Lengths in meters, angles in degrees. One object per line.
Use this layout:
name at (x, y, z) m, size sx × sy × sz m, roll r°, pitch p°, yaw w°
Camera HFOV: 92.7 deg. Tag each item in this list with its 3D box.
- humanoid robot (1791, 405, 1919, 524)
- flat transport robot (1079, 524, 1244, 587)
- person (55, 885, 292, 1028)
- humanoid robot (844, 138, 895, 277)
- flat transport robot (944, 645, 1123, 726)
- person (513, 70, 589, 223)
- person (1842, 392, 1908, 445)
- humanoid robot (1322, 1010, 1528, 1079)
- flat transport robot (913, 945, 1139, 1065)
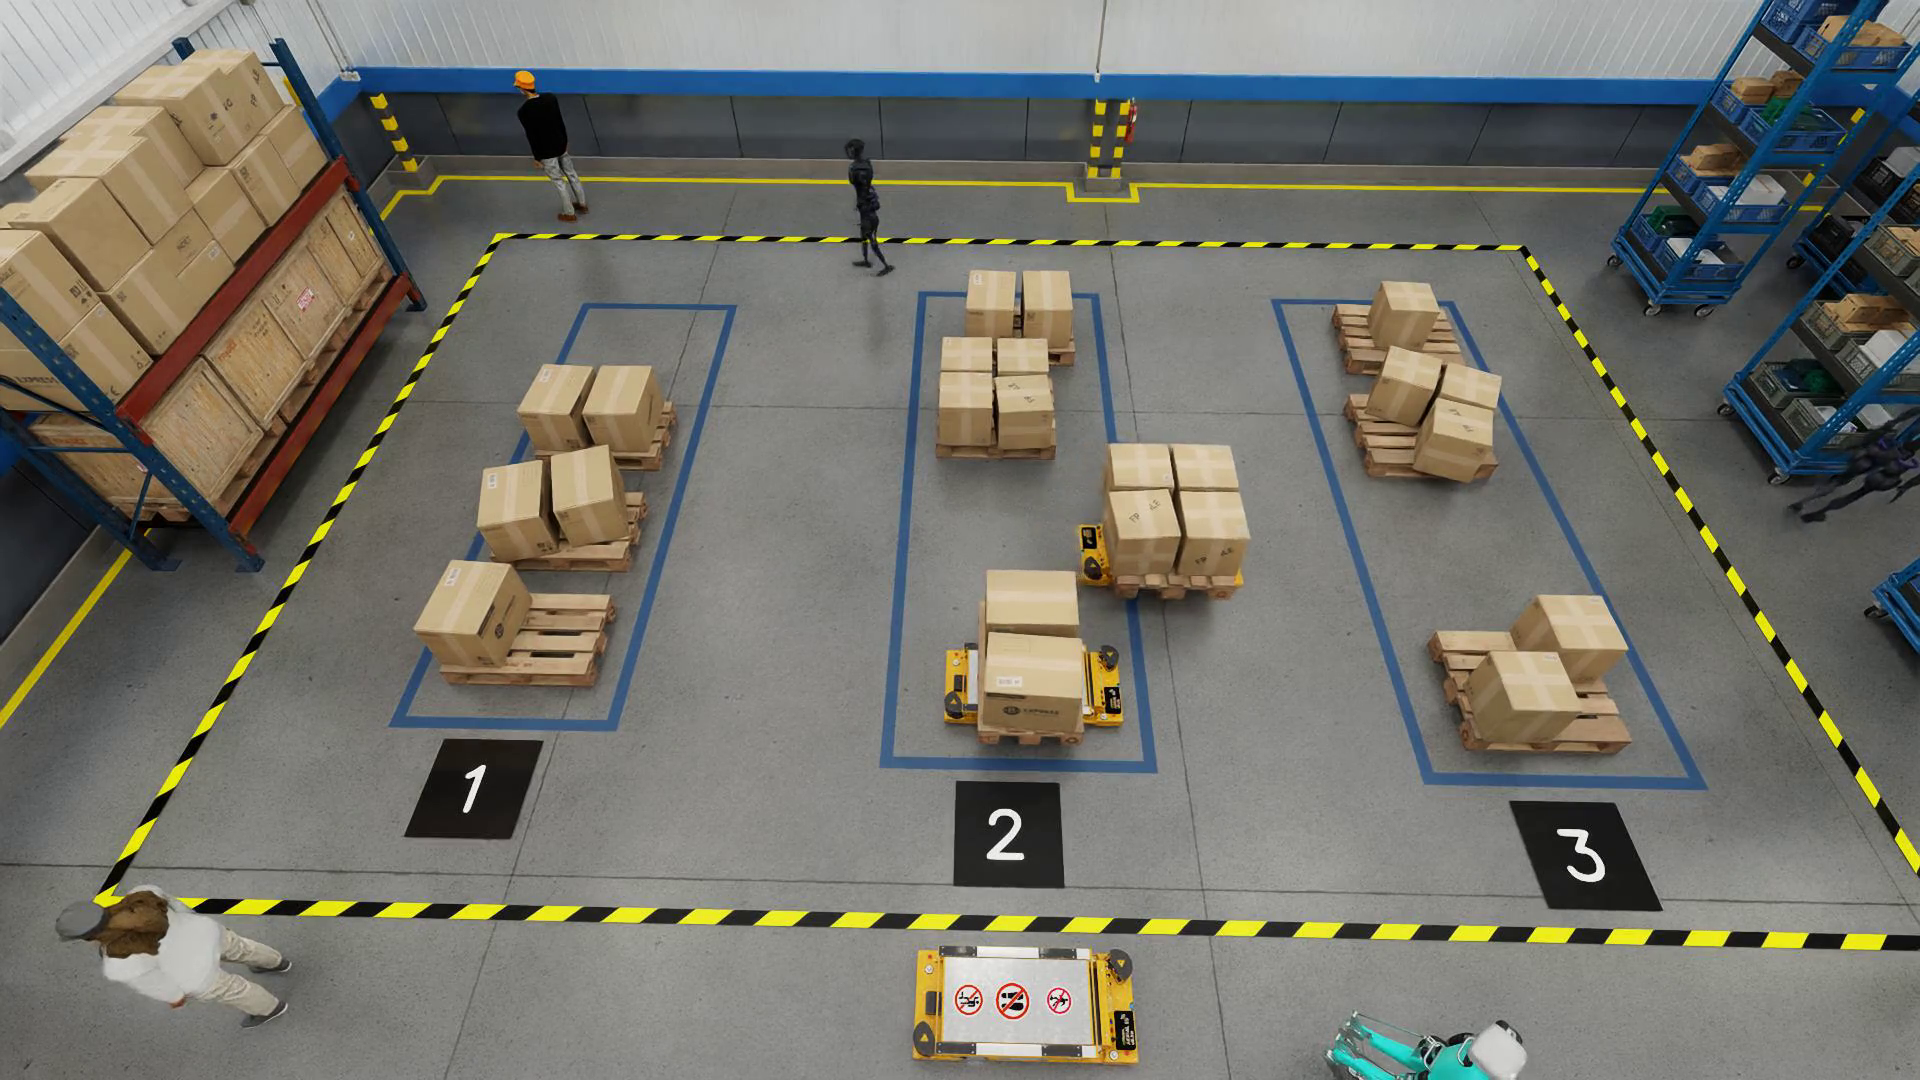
humanoid robot at (8.170, -0.677, 8.135) m, size 0.501 × 1.628 × 0.620 m, roll -11°, pitch 52°, yaw -9°
flat transport robot at (1.830, 0.109, 8.379) m, size 1.431 × 0.197 × 0.652 m, roll 1°, pitch 51°, yaw 1°
person at (-4.622, 2.495, 5.487) m, size 0.404 × 1.762 × 0.561 m, roll -12°, pitch 52°, yaw -10°
humanoid robot at (-1.063, -3.889, 10.758) m, size 0.444 × 1.647 × 0.611 m, roll -13°, pitch 52°, yaw -11°
flat transport robot at (0.596, 1.174, 7.511) m, size 1.431 × 0.197 × 0.652 m, roll 1°, pitch 51°, yaw 1°
person at (-5.098, -4.875, 11.419) m, size 0.370 × 1.883 × 0.586 m, roll 22°, pitch 54°, yaw 17°
person at (9.440, -1.828, 8.921) m, size 0.641 × 1.914 × 0.727 m, roll -10°, pitch 52°, yaw -8°
humanoid robot at (2.439, 2.858, 5.122) m, size 0.533 × 1.677 × 0.735 m, roll -36°, pitch 59°, yaw -26°
flat transport robot at (0.422, 3.041, 6.007) m, size 1.431 × 0.231 × 0.659 m, roll 1°, pitch 51°, yaw 1°
